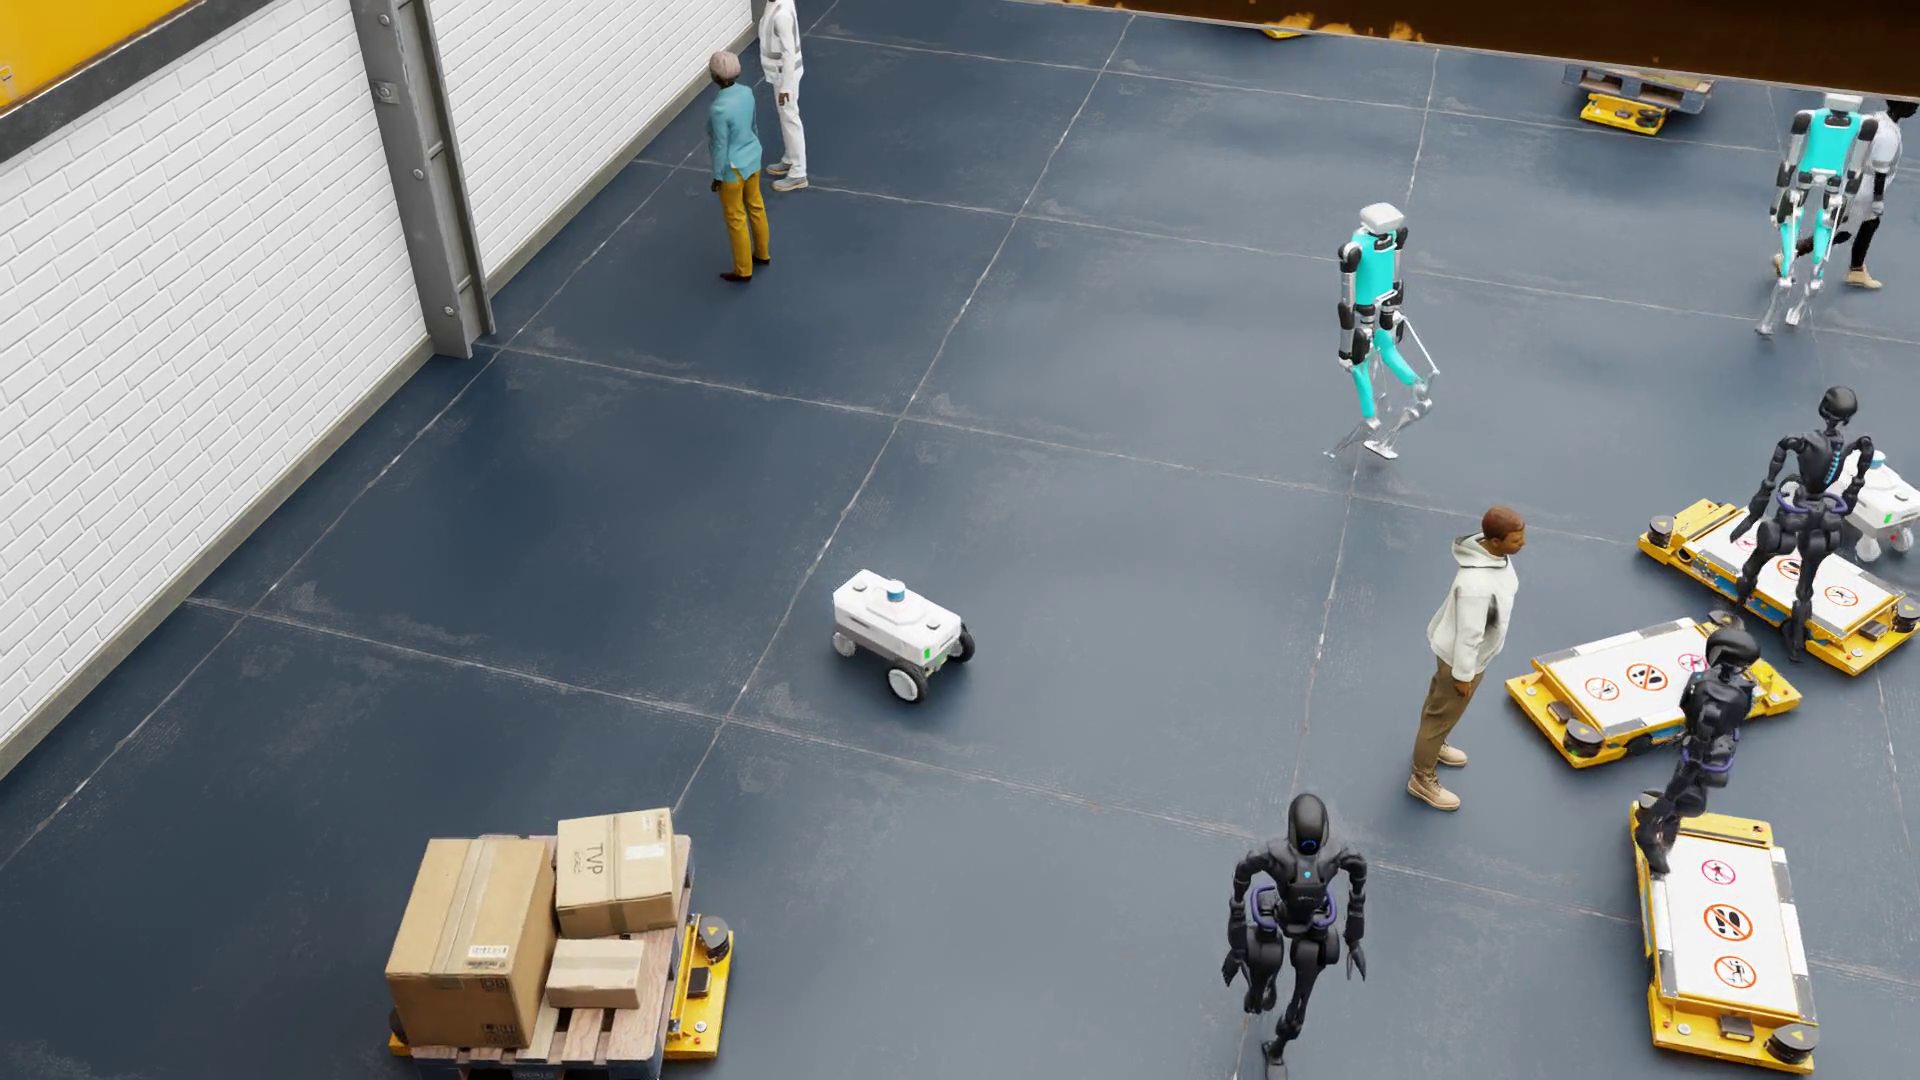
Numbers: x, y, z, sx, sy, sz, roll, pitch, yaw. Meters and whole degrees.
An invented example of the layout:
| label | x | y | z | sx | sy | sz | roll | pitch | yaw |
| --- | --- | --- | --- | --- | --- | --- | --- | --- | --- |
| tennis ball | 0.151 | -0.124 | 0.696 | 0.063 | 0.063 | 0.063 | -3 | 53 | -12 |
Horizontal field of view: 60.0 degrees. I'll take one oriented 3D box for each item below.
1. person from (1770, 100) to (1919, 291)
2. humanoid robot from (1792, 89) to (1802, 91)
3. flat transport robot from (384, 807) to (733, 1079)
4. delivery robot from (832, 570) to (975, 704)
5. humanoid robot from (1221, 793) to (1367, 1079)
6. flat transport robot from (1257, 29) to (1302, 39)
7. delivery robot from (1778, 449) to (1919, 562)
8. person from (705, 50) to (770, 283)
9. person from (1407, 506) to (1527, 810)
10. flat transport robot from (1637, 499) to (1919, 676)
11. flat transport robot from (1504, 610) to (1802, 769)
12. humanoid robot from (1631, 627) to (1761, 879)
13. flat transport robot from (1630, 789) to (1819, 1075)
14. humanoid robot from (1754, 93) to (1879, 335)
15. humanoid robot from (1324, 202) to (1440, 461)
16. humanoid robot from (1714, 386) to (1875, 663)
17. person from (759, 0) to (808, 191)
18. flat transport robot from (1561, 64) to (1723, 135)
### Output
| label | x | y | z | sx | sy | sz | roll | pitch | yaw |
| --- | --- | --- | --- | --- | --- | --- | --- | --- | --- |
| person | 6.522 | -2.578 | 12.095 | 0.768 | 1.660 | 0.520 | 17 | 42 | 20 |
| humanoid robot | 7.928 | -4.853 | 14.918 | 0.599 | 1.647 | 0.342 | -14 | 41 | -16 |
| flat transport robot | -1.779 | 2.008 | 7.507 | 1.431 | 0.231 | 0.659 | 0 | 39 | 0 |
| delivery robot | -0.324 | 0.502 | 9.167 | 0.797 | 0.613 | 0.499 | 25 | 45 | 28 |
| humanoid robot | 1.391 | 1.593 | 6.912 | 0.608 | 1.642 | 0.503 | 0 | 39 | 0 |
| flat transport robot | 3.107 | -5.416 | 16.741 | 0.659 | 0.231 | 1.431 | -14 | 41 | -17 |
| delivery robot | 5.470 | -0.293 | 10.122 | 0.499 | 0.571 | 0.756 | -14 | 41 | -17 |
| person | -1.656 | -2.740 | 12.226 | 0.339 | 1.752 | 0.535 | 18 | 42 | 21 |
| person | 2.453 | 0.542 | 8.133 | 0.364 | 1.766 | 0.534 | 14 | 41 | 17 |
| flat transport robot | 4.781 | 0.220 | 9.731 | 0.659 | 0.231 | 1.431 | -24 | 45 | -27 |
| flat transport robot | 3.760 | 0.798 | 9.012 | 1.431 | 0.231 | 0.659 | -12 | 40 | -15 |
| humanoid robot | 3.376 | 1.029 | 7.606 | 0.386 | 1.651 | 0.587 | 19 | 43 | 22 |
| flat transport robot | 3.542 | 1.792 | 7.776 | 0.659 | 0.231 | 1.431 | 8 | 40 | 10 |
| humanoid robot | 5.900 | -2.191 | 11.550 | 0.545 | 1.788 | 0.753 | 12 | 40 | 14 |
| humanoid robot | 2.667 | -1.146 | 10.273 | 0.542 | 1.799 | 0.794 | -26 | 46 | -29 |
| humanoid robot | 4.544 | -0.083 | 8.993 | 0.602 | 1.640 | 0.466 | 0 | 39 | 0 |
| person | -1.433 | -3.732 | 13.361 | 0.355 | 1.880 | 0.574 | -6 | 39 | -8 |
| flat transport robot | 6.175 | -4.066 | 15.062 | 0.659 | 0.231 | 1.431 | 23 | 44 | 26 |
